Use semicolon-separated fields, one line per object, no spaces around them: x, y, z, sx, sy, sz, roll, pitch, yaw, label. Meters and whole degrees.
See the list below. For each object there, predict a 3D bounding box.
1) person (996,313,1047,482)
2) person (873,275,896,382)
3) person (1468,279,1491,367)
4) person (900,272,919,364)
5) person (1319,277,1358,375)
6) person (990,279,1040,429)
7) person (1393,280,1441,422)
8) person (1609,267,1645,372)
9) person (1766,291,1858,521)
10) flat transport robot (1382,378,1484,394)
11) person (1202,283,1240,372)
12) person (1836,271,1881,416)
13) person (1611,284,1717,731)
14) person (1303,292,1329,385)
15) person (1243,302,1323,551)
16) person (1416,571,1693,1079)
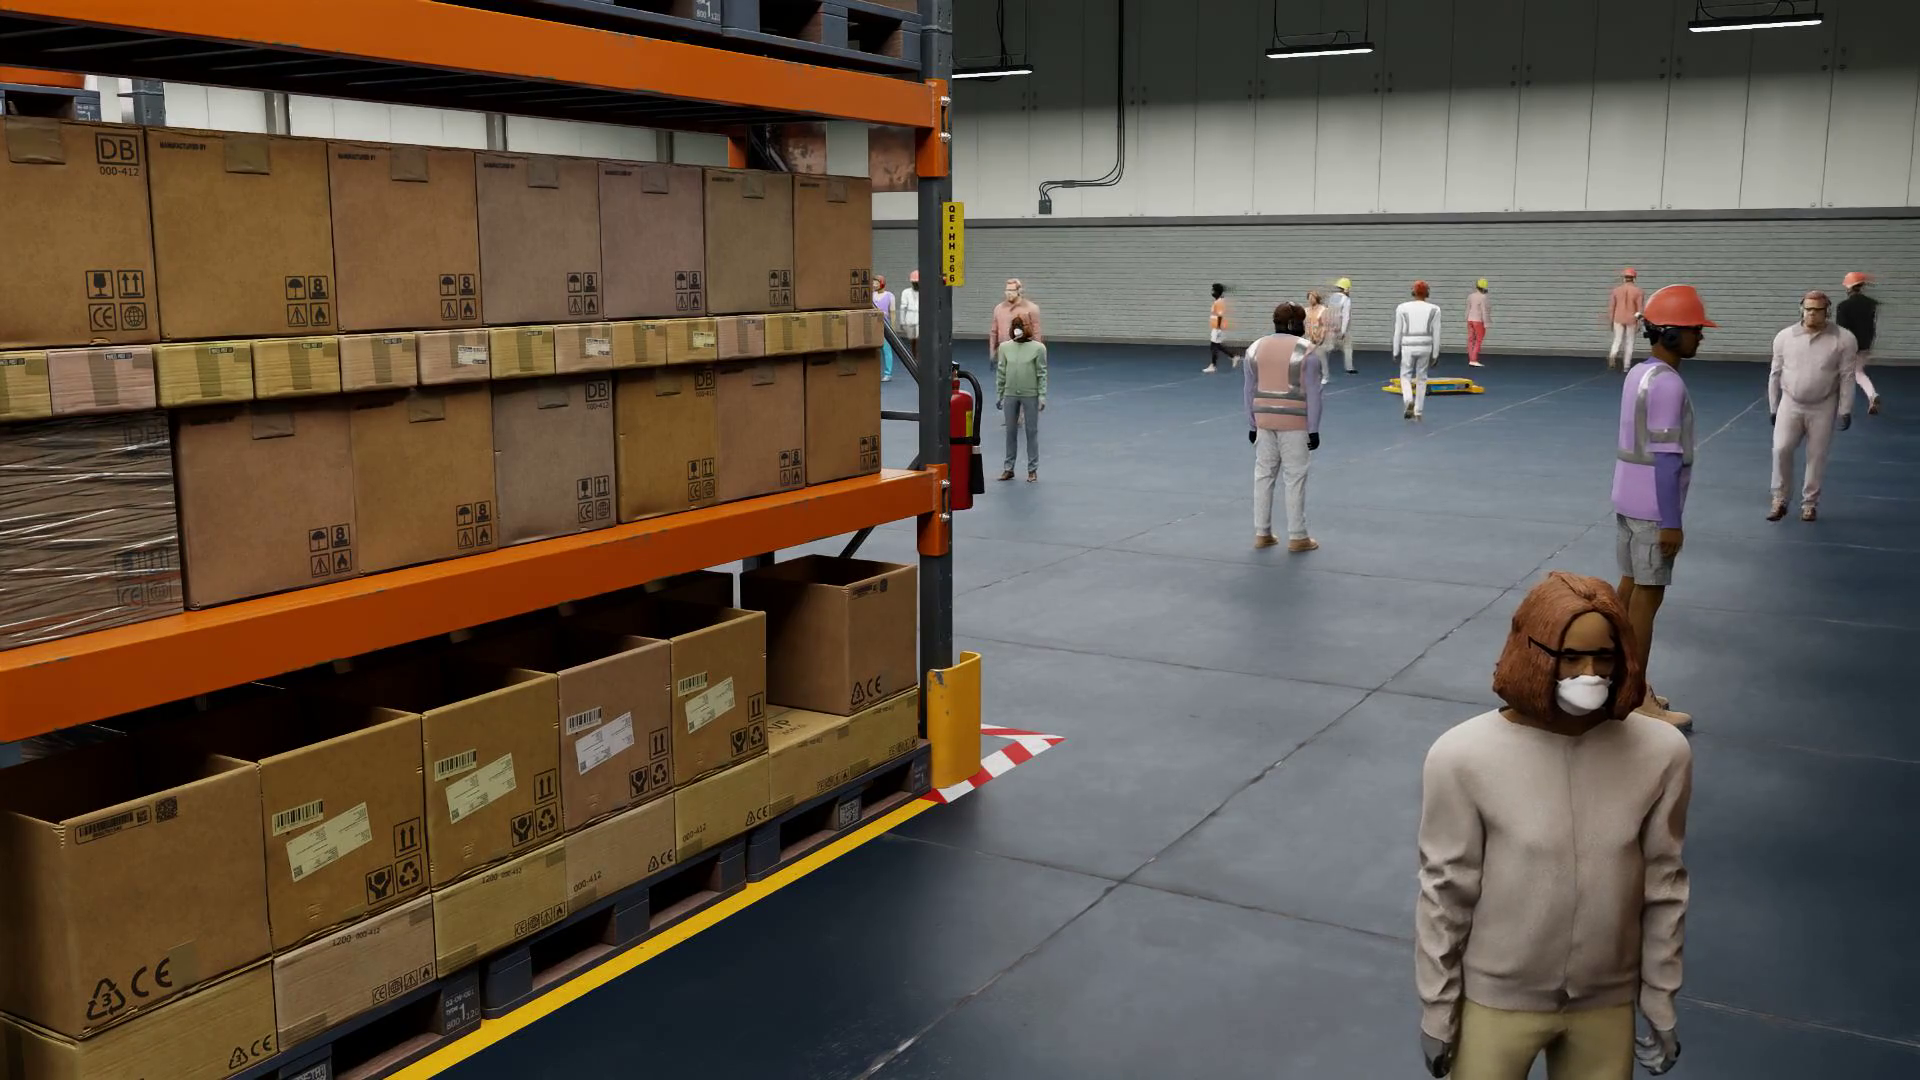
0.589;-1.376;16.077;0.524;1.631;0.295;3;10;18;person
-1.345;-3.657;28.840;0.564;1.840;0.396;8;13;40;person
10.164;-4.262;32.725;0.375;1.726;0.568;-3;10;-17;person
-0.846;-4.087;31.239;0.556;1.875;1.013;2;10;11;person
6.906;-3.914;30.502;0.886;1.797;0.582;-5;11;-29;person
0.685;-2.365;21.165;0.689;1.904;0.502;5;11;28;person
5.970;-2.457;21.726;0.601;1.868;0.501;2;10;12;person
12.438;-4.106;31.084;0.617;1.977;0.647;8;12;38;person
6.935;-1.074;13.580;0.657;1.889;0.634;6;11;31;person
7.495;-2.446;26.335;1.431;0.197;0.652;-3;10;-15;flat transport robot
4.907;-3.969;31.118;0.634;1.684;0.541;1;10;7;person
12.079;-2.628;22.417;0.617;1.970;0.761;-2;10;-11;person
3.237;-0.152;7.723;0.389;2.045;0.606;1;10;9;person
5.979;-3.385;28.011;0.510;1.589;0.913;8;13;39;person
2.408;-0.838;12.342;0.624;1.841;0.430;9;13;41;person
1.076;0.853;3.063;0.494;1.624;0.280;-1;10;-5;person
